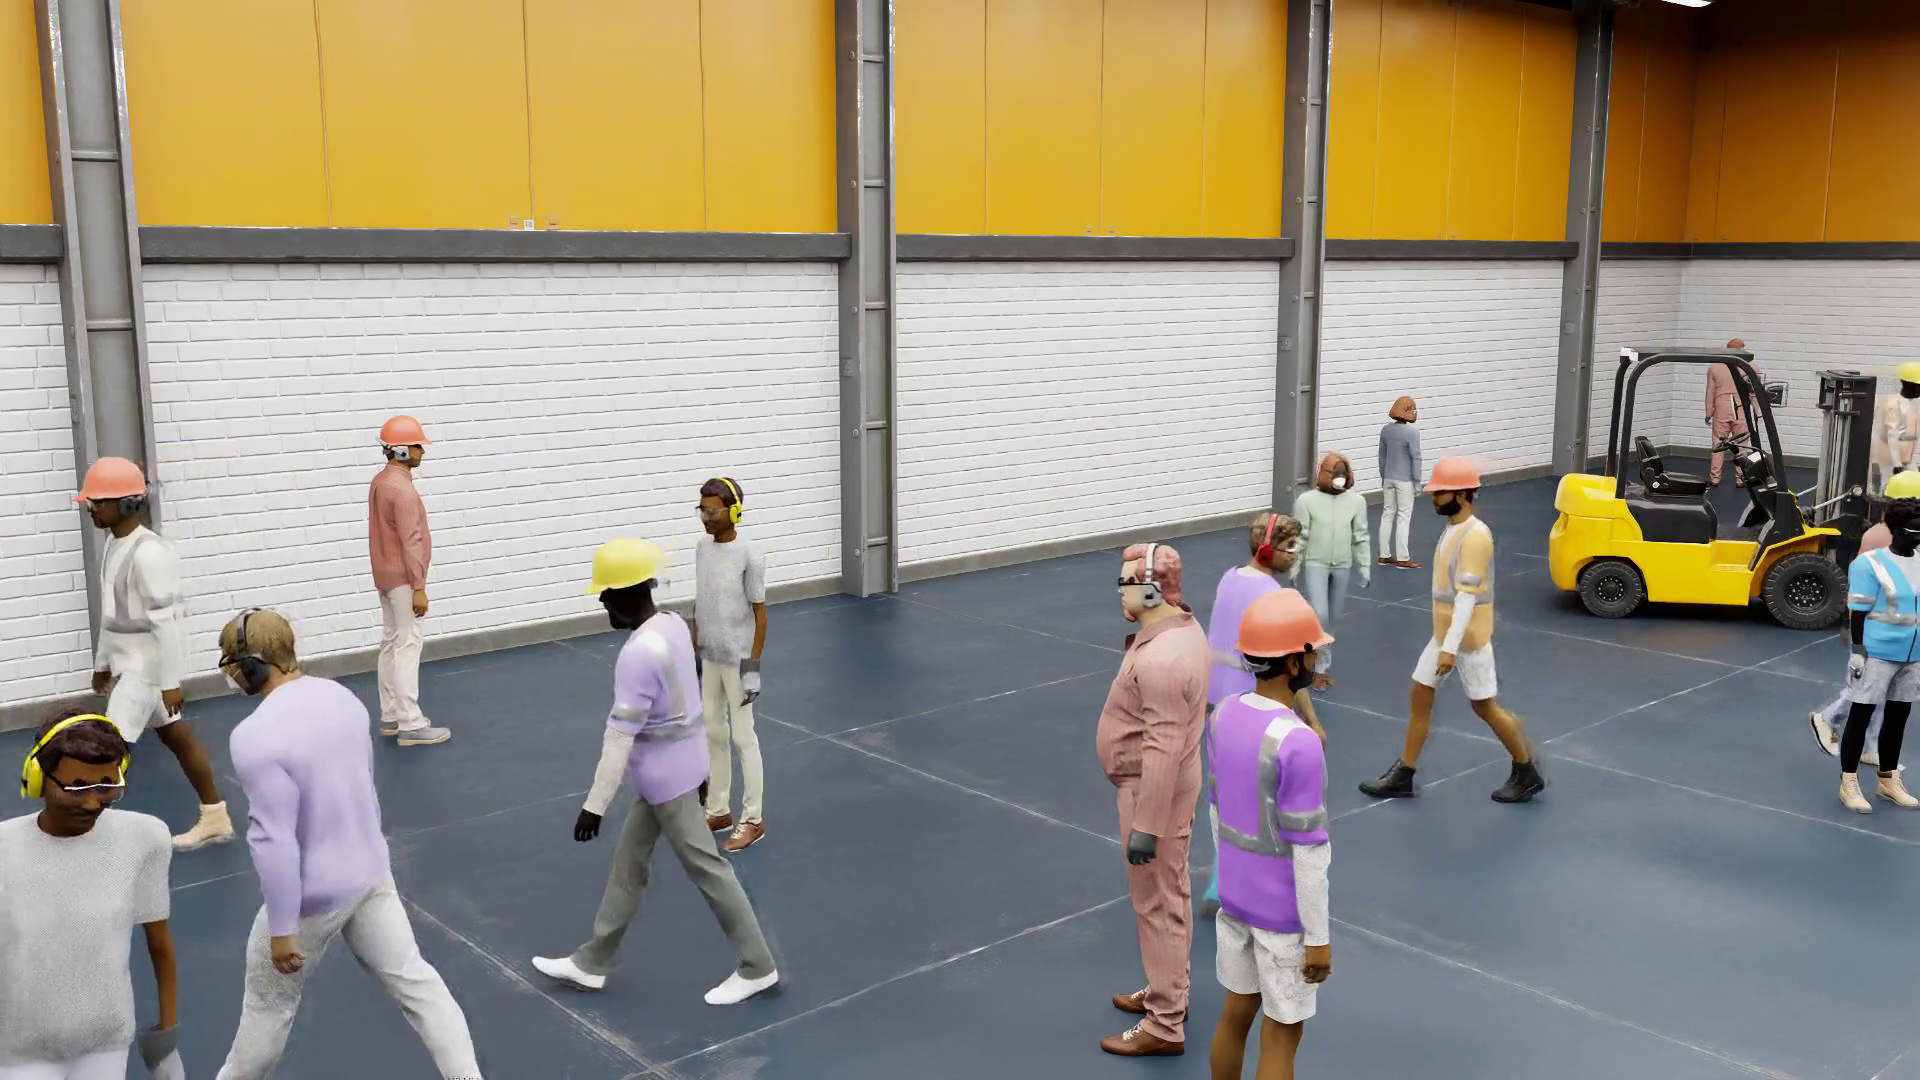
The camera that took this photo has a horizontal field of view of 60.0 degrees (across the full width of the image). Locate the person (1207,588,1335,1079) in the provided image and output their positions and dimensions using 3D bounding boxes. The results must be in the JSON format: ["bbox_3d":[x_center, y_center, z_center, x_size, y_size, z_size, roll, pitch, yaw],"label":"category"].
[{"bbox_3d":[0.973,1.106,5.150,0.347,1.943,0.545,-4,11,-23],"label":"person"}]

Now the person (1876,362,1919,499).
[{"bbox_3d":[9.332,-0.808,16.500,0.595,1.897,0.518,-6,12,-33],"label":"person"}]

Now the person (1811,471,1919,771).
[{"bbox_3d":[5.279,0.460,9.518,0.520,1.747,0.447,-7,12,-34],"label":"person"}]

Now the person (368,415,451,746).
[{"bbox_3d":[-3.358,0.237,10.084,0.396,1.993,0.618,-7,12,-35],"label":"person"}]

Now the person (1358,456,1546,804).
[{"bbox_3d":[2.717,0.494,8.912,0.976,1.897,0.587,0,10,-2],"label":"person"}]

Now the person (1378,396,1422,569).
[{"bbox_3d":[4.167,-0.547,15.732,0.275,1.632,0.507,-5,11,-29],"label":"person"}]

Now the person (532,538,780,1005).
[{"bbox_3d":[-1.191,0.920,6.499,1.019,1.860,0.610,0,10,-1],"label":"person"}]

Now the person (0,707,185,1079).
[{"bbox_3d":[-2.271,1.319,4.198,0.603,1.839,0.418,-7,12,-36],"label":"person"}]

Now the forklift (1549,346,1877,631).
[{"bbox_3d":[6.109,-0.478,13.691,2.313,2.155,1.214,3,10,16],"label":"forklift"}]

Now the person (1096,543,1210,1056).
[{"bbox_3d":[0.704,0.951,6.167,0.405,1.904,0.653,2,10,14],"label":"person"}]

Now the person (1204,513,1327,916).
[{"bbox_3d":[1.357,0.762,7.598,0.794,1.798,0.732,-4,11,-24],"label":"person"}]

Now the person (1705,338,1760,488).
[{"bbox_3d":[9.835,-1.611,21.188,0.636,1.902,0.406,5,11,29],"label":"person"}]

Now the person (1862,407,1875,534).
[{"bbox_3d":[7.704,-0.383,14.399,0.372,1.750,0.554,5,11,25],"label":"person"}]

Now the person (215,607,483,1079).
[{"bbox_3d":[-2.086,1.125,5.415,1.183,1.830,0.642,2,10,13],"label":"person"}]

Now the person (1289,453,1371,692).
[{"bbox_3d":[2.532,0.220,11.264,0.532,1.610,0.581,-2,10,-9],"label":"person"}]

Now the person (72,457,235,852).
[{"bbox_3d":[-4.038,0.599,7.972,1.022,1.987,0.635,-7,12,-37],"label":"person"}]

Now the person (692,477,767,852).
[{"bbox_3d":[-1.179,0.609,8.283,0.510,1.870,0.328,8,12,39],"label":"person"}]

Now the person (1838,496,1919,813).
[{"bbox_3d":[4.941,0.603,8.825,0.532,1.693,0.319,-2,10,-12],"label":"person"}]
